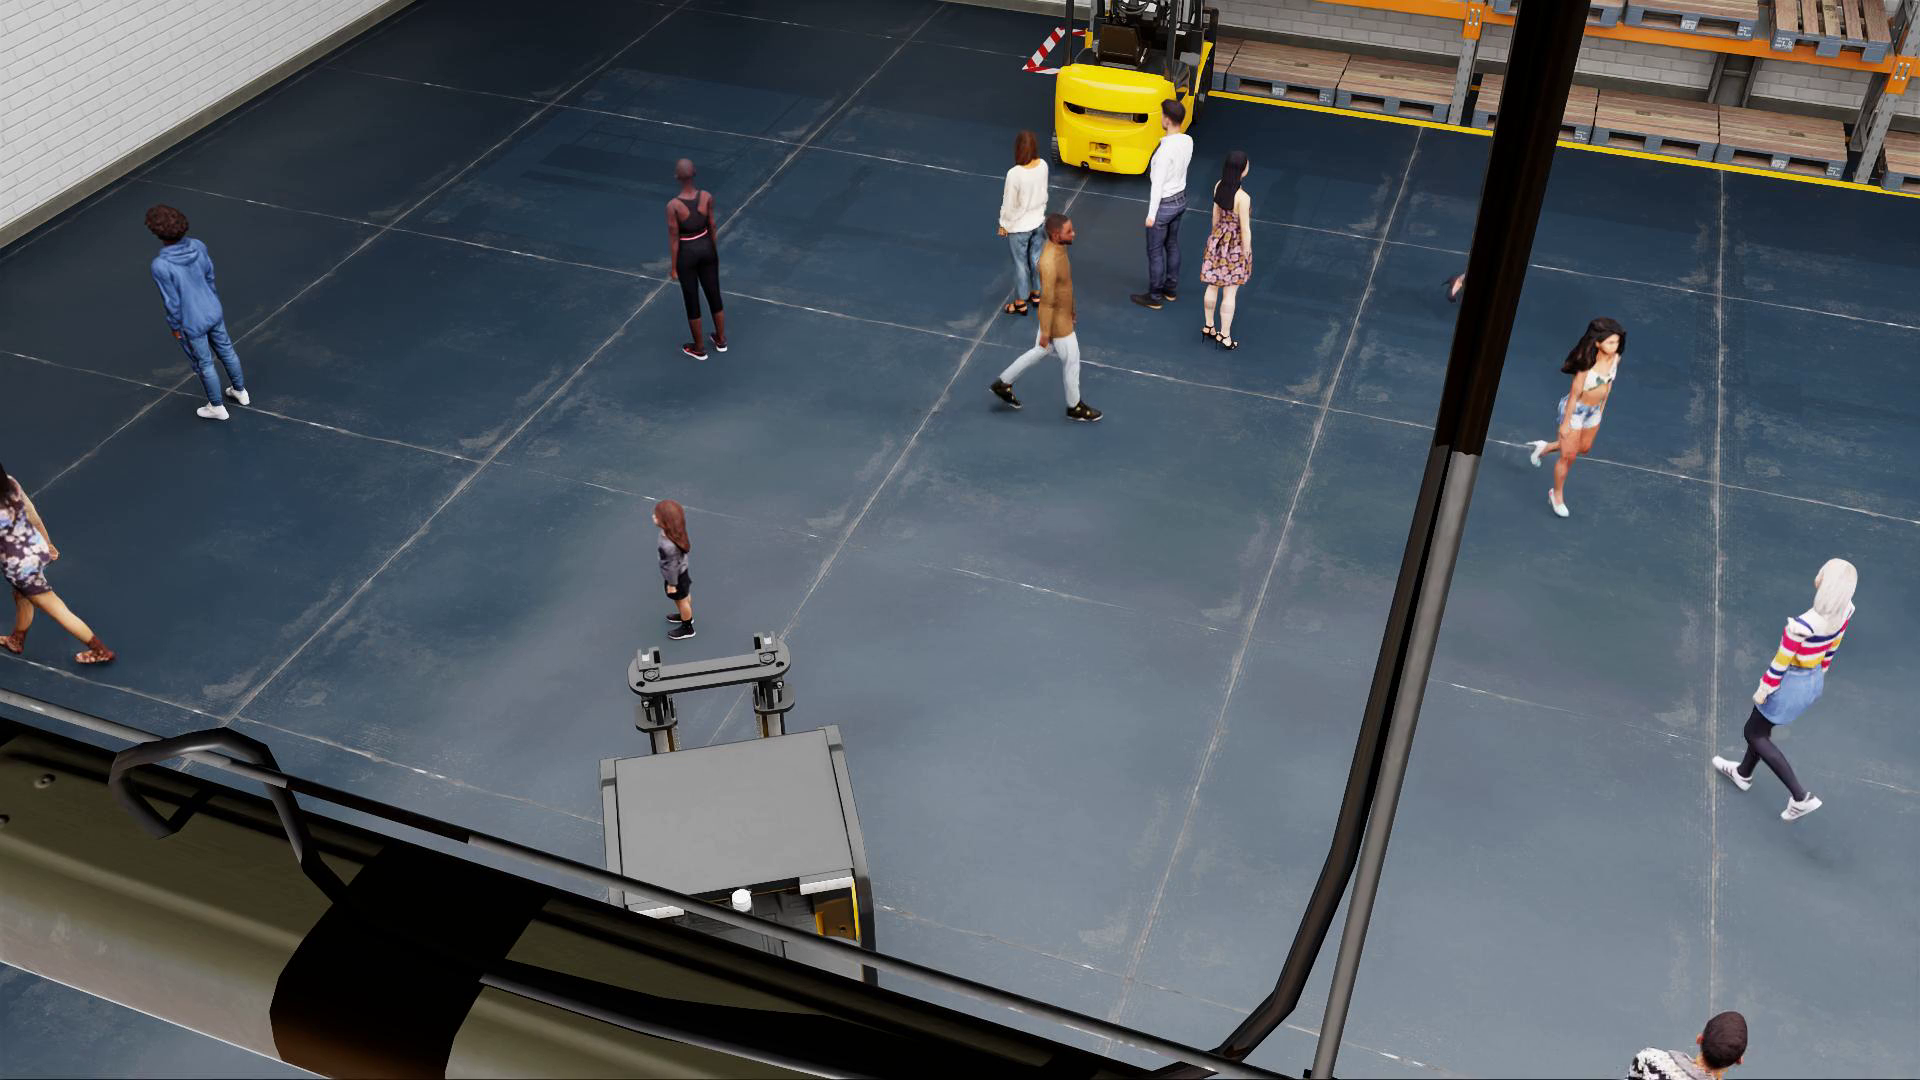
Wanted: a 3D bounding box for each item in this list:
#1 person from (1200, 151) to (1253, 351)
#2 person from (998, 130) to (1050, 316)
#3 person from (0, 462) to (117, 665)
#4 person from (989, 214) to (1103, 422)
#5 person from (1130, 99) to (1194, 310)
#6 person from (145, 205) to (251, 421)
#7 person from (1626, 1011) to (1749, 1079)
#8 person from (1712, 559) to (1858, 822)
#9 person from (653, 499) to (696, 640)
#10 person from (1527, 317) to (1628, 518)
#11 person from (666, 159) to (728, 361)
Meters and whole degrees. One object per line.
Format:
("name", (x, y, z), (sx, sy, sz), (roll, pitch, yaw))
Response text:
("person", (2.218, -2.387, 13.740), (0.862, 1.775, 0.788), (-23, 44, -26))
("person", (0.568, -2.700, 14.205), (0.706, 1.682, 0.713), (-27, 46, -30))
("person", (-5.870, 0.176, 10.598), (1.168, 1.690, 0.864), (1, 39, 1))
("person", (0.644, -1.721, 12.894), (1.212, 1.788, 0.827), (4, 39, 5))
("person", (1.791, -2.869, 14.274), (0.704, 1.861, 0.697), (27, 46, 30))
("person", (-5.947, -1.776, 12.945), (0.600, 1.811, 0.692), (17, 42, 20))
("person", (3.014, 2.763, 7.246), (0.958, 1.831, 0.935), (-29, 47, -31))
("person", (4.875, 0.899, 9.613), (0.979, 1.790, 1.072), (-21, 43, -24))
("person", (-1.893, 0.179, 11.062), (0.549, 1.105, 0.532), (-3, 39, -4))
("person", (4.440, -0.936, 12.052), (0.835, 1.612, 0.908), (-18, 42, -21))
("person", (-2.164, -2.309, 13.651), (0.674, 1.763, 0.706), (-23, 44, -26))
